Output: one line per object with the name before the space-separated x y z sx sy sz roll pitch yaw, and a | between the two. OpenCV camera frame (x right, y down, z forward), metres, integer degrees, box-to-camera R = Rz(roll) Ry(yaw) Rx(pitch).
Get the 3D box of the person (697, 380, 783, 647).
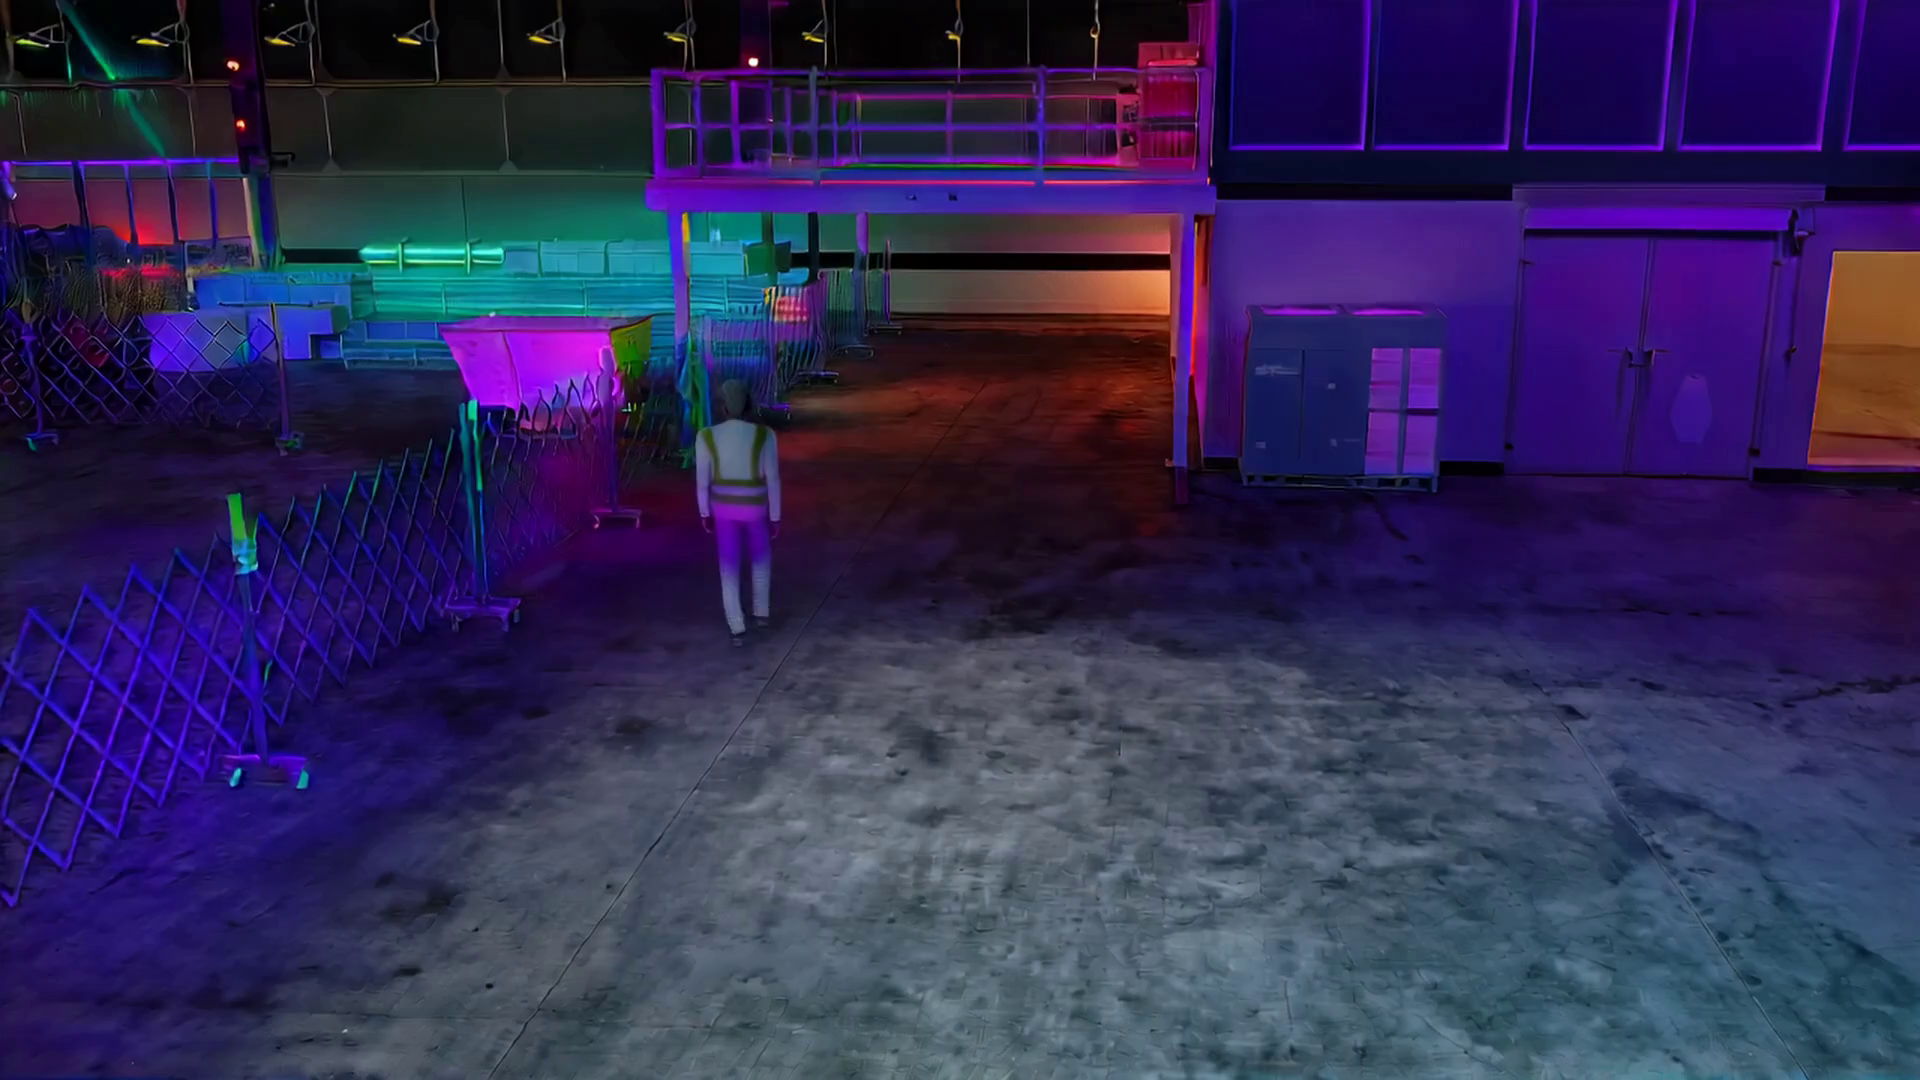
person | -1.543 -0.218 11.799 0.606 1.859 0.775 0 14 1
